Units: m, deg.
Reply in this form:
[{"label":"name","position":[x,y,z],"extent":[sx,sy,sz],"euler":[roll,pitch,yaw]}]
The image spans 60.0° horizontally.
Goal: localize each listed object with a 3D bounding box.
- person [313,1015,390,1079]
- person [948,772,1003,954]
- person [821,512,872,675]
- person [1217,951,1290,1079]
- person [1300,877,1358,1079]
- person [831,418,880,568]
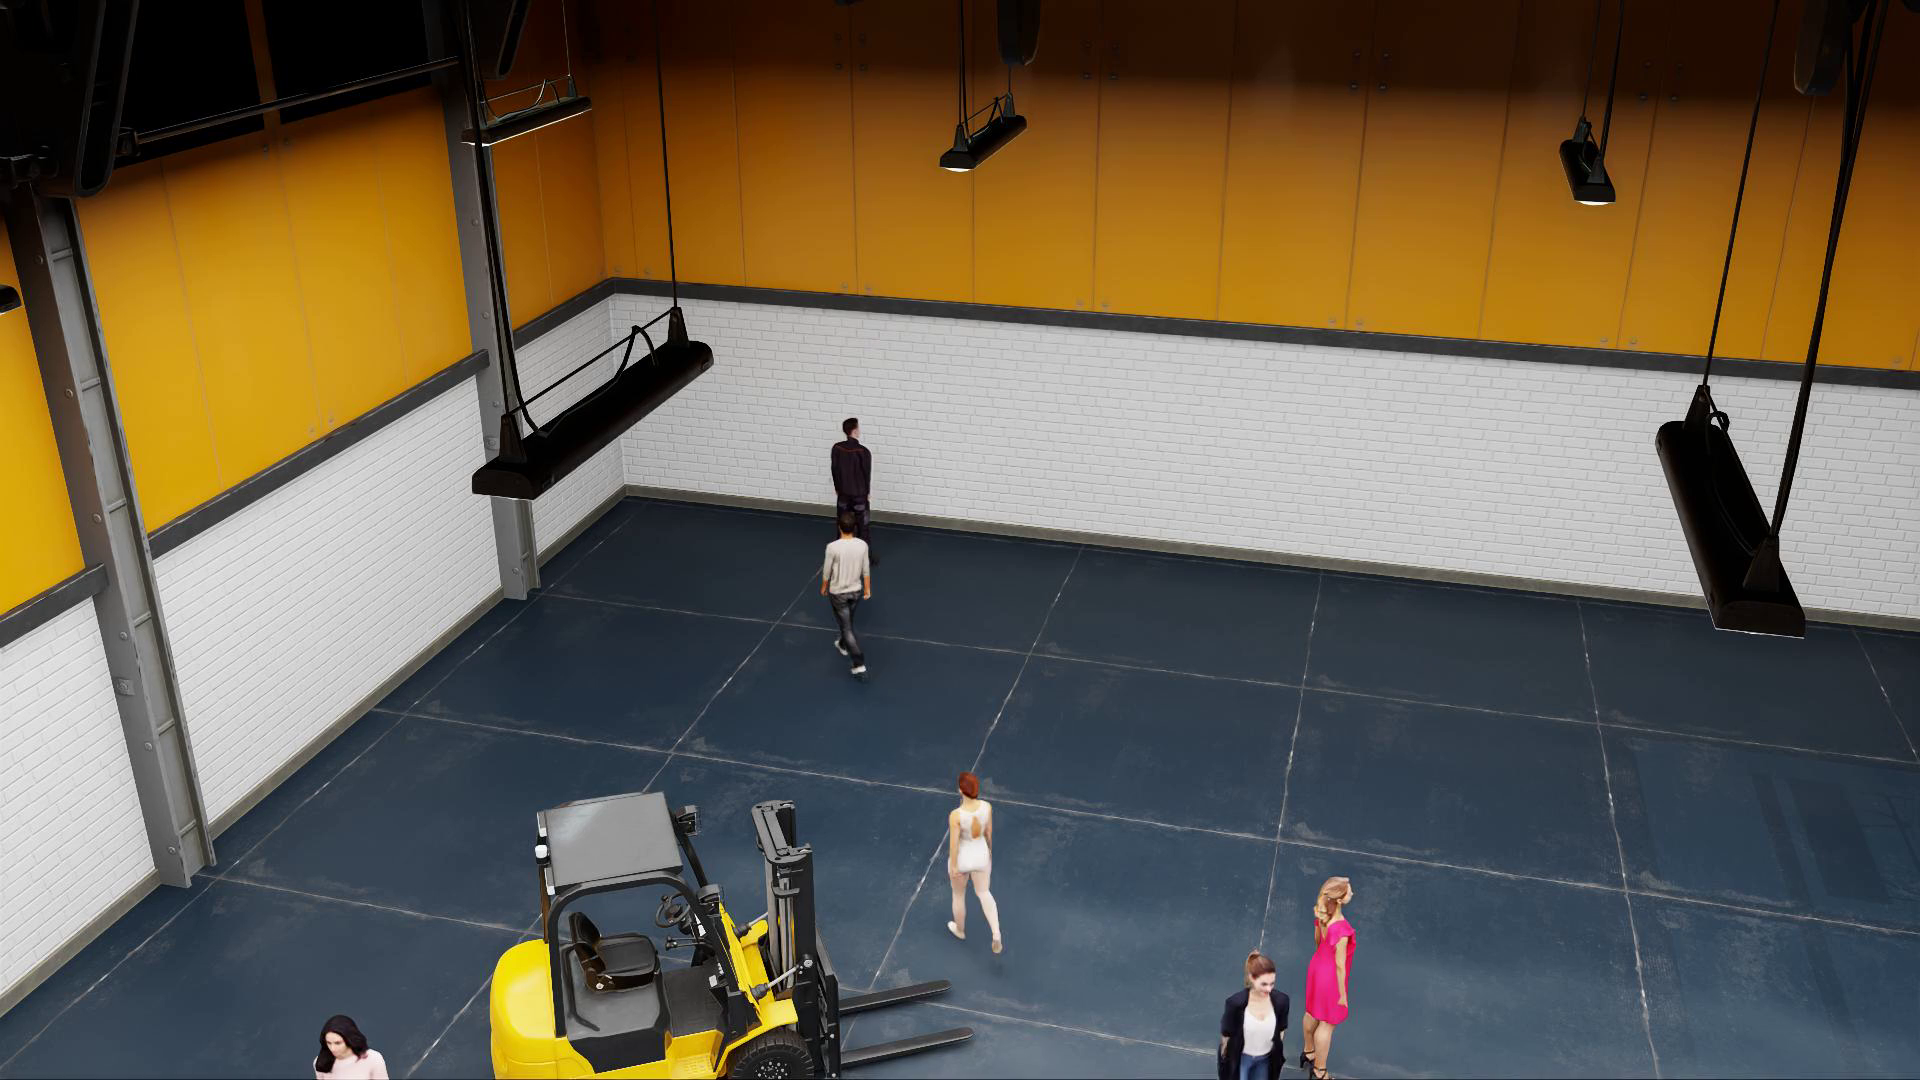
[{"label":"person","position":[-3.841,3.752,10.647],"extent":[0.701,1.768,0.635],"euler":[0,24,0]},{"label":"person","position":[0.127,2.623,13.407],"extent":[0.875,1.626,0.965],"euler":[-11,26,-24]},{"label":"person","position":[-1.193,0.598,17.842],"extent":[1.117,1.783,1.192],"euler":[-13,27,-26]},{"label":"person","position":[1.979,3.484,11.386],"extent":[0.746,1.668,0.889],"euler":[1,24,3]},{"label":"person","position":[2.654,3.166,12.036],"extent":[0.713,1.728,0.610],"euler":[-5,24,-10]},{"label":"person","position":[-1.303,-0.576,20.369],"extent":[0.714,1.910,0.623],"euler":[10,25,21]}]
